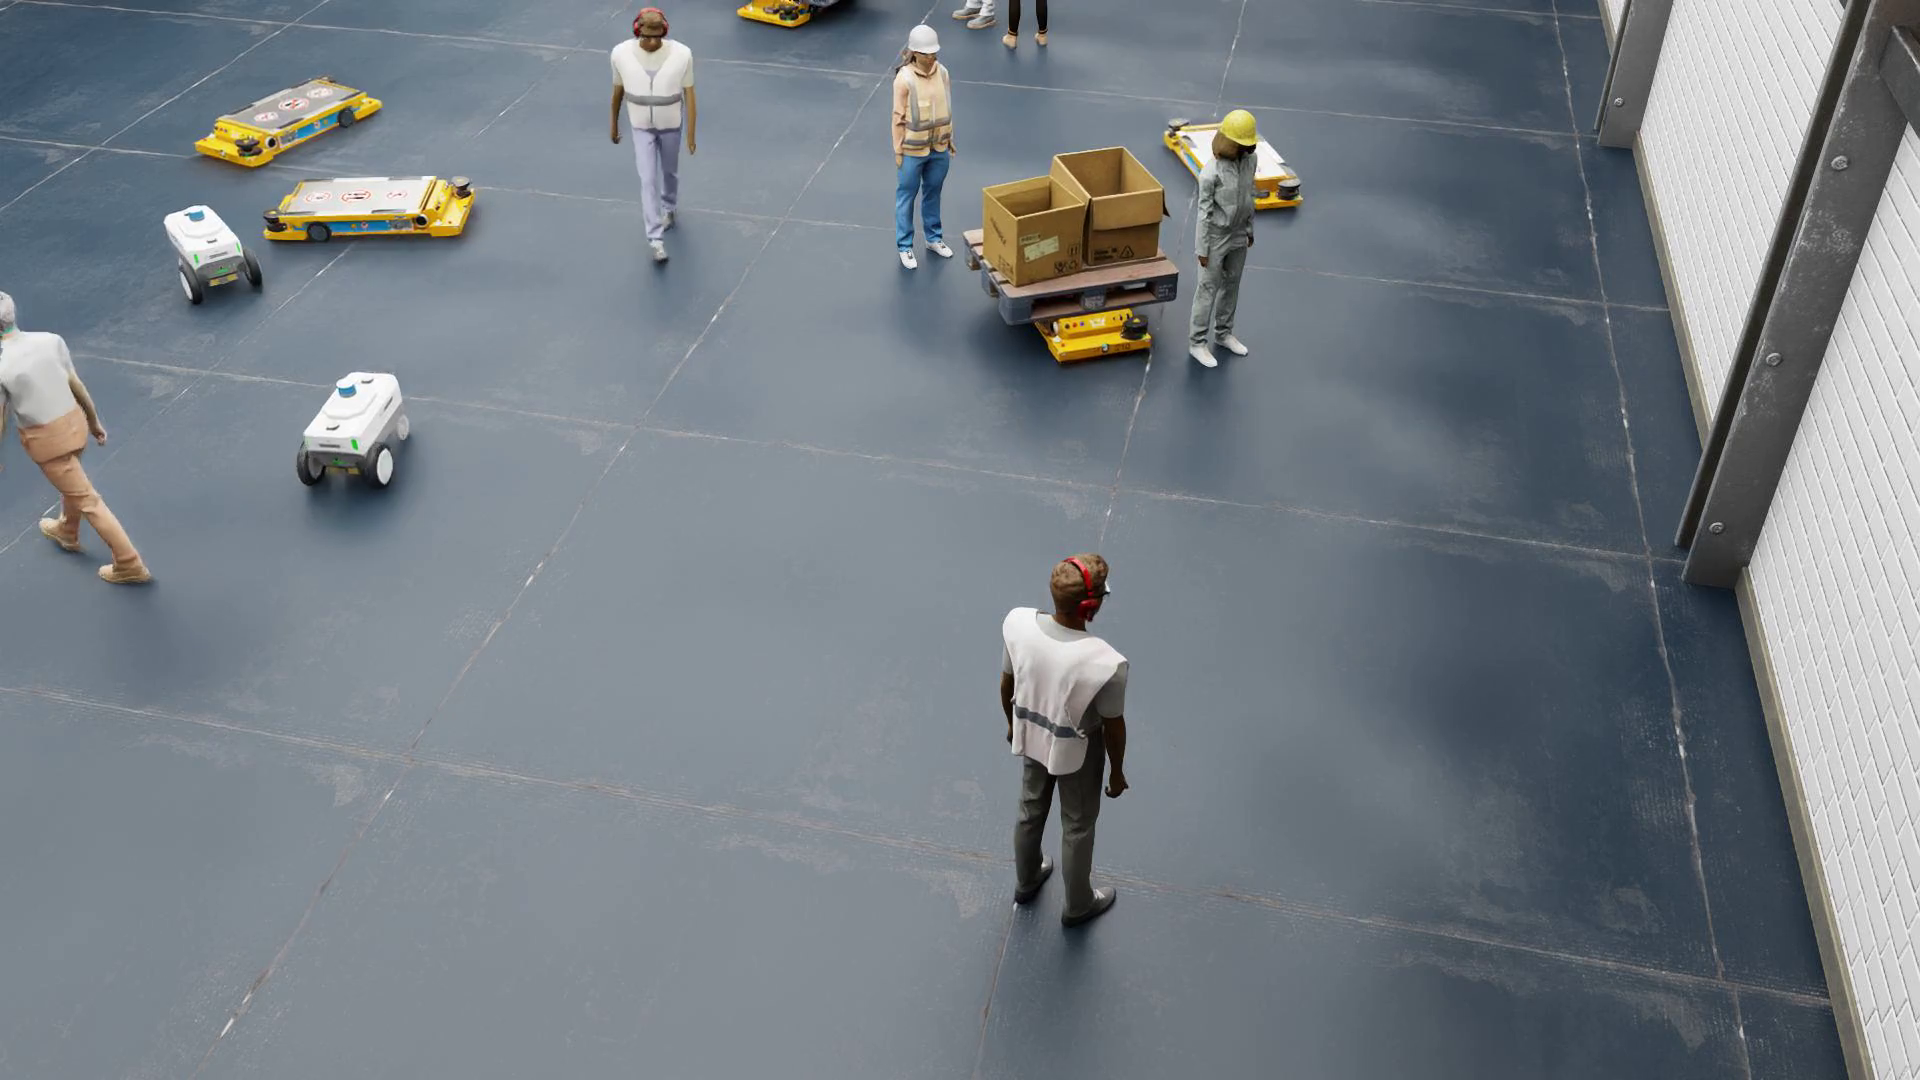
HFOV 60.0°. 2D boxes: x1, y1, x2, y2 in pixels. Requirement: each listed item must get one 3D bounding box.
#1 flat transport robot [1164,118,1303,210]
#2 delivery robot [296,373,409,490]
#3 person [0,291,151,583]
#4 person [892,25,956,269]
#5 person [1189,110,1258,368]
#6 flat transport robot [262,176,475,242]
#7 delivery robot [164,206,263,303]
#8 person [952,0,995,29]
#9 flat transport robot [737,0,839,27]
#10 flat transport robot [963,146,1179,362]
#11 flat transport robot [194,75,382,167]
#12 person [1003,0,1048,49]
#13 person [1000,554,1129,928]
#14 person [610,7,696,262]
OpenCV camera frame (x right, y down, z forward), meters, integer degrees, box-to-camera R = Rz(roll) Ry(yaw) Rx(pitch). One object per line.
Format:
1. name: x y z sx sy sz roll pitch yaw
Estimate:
1. flat transport robot: 2.159 -3.002 13.236 0.659 0.231 1.431 -7 37 -10
2. delivery robot: -3.593 -0.656 9.869 0.499 0.608 0.786 4 37 5
3. person: -4.834 -0.539 8.740 0.887 1.688 0.508 13 39 17
4. person: -0.269 -2.785 11.725 0.486 1.730 0.362 -22 42 -26
5. person: 1.691 -1.909 10.554 0.487 1.728 0.319 -28 45 -32
6. flat transport robot: -4.455 -2.503 12.568 1.431 0.231 0.659 -2 37 -3
7. delivery robot: -5.300 -2.051 11.727 0.512 0.598 0.769 -24 43 -29
8. person: 0.161 -5.774 15.598 0.355 1.881 0.574 -15 39 -20
9. flat transport robot: -1.527 -5.418 16.468 0.659 0.231 1.431 19 41 24
10. flat transport robot: 0.755 -1.693 11.484 0.659 0.231 1.431 -10 38 -14
11. flat transport robot: -5.611 -3.515 13.922 0.659 0.231 1.431 19 41 23
12. person: 0.614 -5.350 15.192 0.532 1.691 0.322 -7 37 -9
13. person: 0.411 0.847 6.772 0.568 1.838 0.373 24 43 29
14. person: -2.189 -2.945 11.892 0.636 1.783 0.918 -6 37 -8
